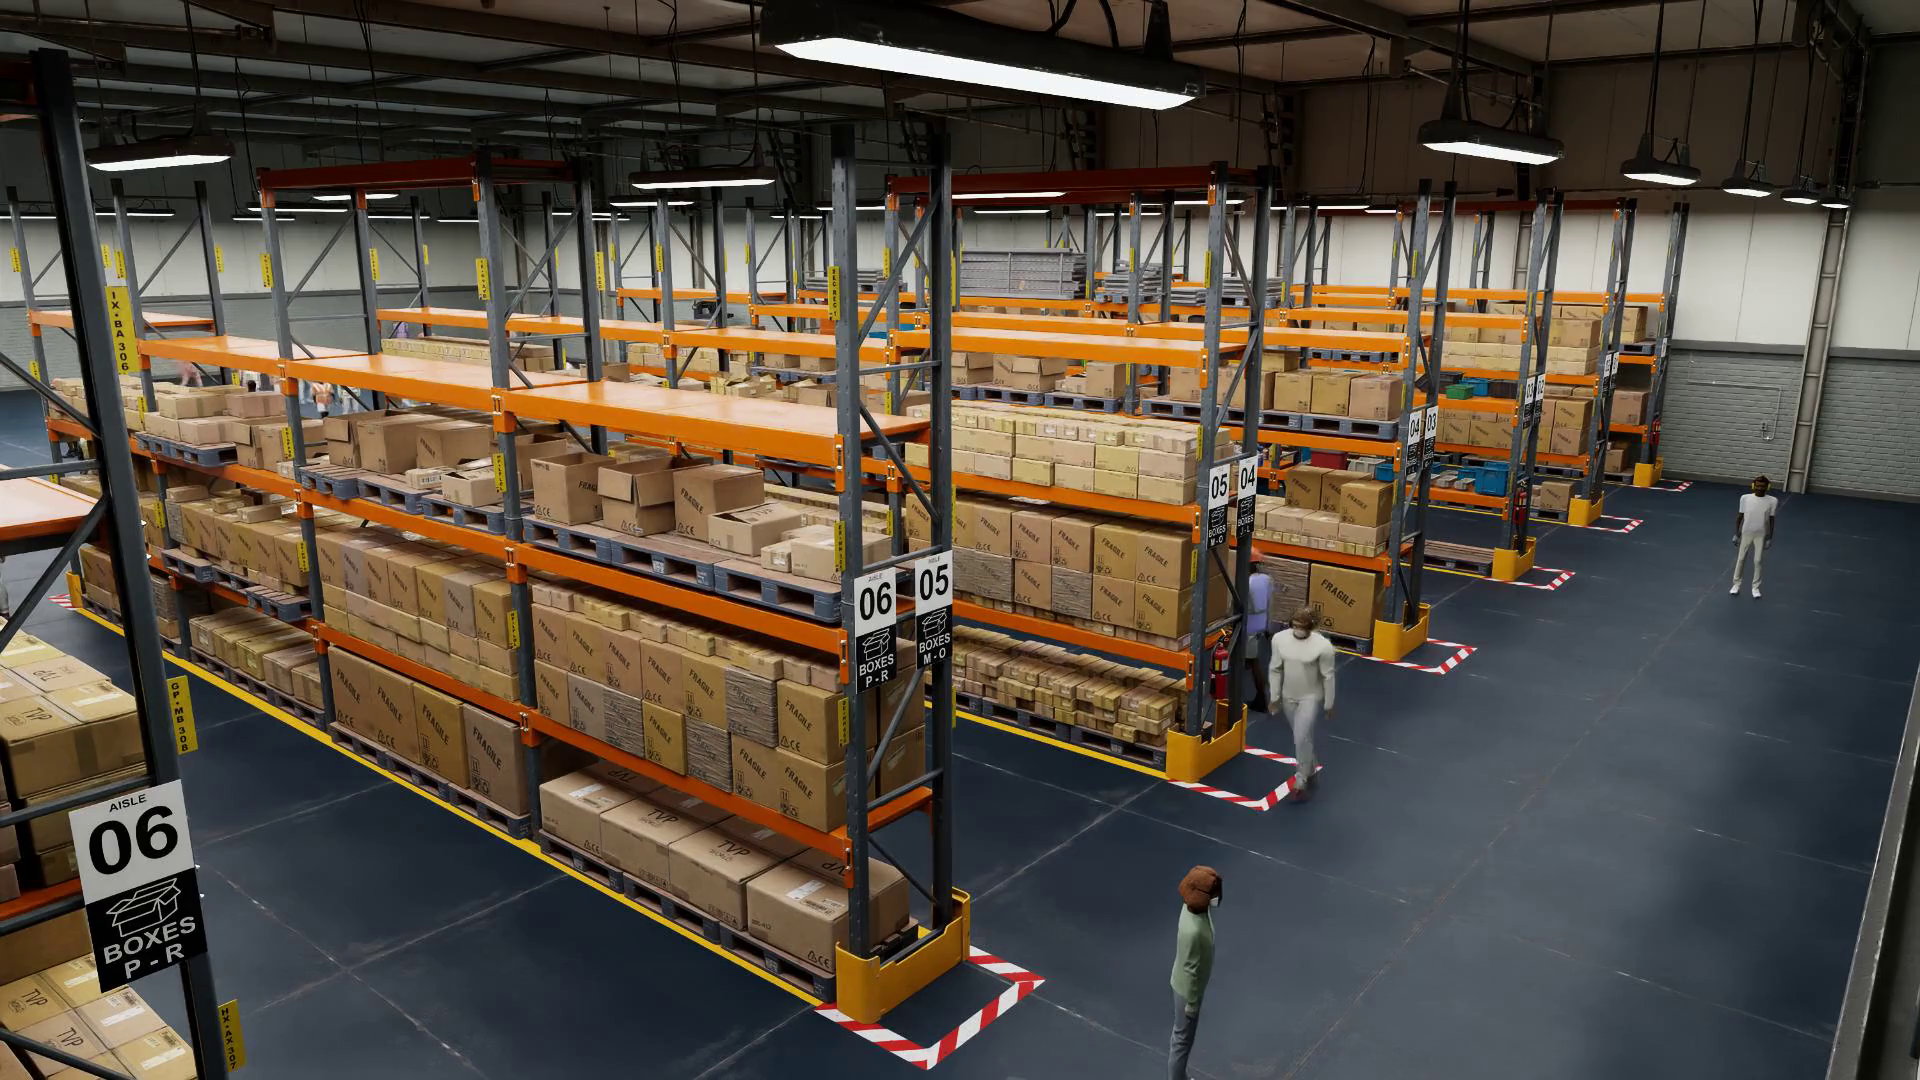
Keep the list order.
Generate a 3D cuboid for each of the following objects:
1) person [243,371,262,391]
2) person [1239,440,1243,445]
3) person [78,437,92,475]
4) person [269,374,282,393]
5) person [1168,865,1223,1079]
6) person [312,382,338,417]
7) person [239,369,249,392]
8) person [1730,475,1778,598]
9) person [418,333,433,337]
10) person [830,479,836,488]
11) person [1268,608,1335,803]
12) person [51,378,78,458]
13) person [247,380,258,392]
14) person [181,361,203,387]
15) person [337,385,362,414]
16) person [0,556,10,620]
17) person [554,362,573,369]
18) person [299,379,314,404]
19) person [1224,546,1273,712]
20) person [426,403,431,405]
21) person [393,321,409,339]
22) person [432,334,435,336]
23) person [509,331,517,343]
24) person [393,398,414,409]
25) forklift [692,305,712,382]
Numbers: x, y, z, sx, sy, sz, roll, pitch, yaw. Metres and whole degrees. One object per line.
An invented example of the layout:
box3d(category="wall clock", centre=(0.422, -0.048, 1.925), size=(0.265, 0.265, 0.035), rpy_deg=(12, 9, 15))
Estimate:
box3d(category="person", centre=(-21.547, -4.639, 38.382), size=(0.855, 1.595, 0.523), rpy_deg=(4, 14, 15))
box3d(category="person", centre=(6.933, -3.108, 32.033), size=(0.619, 1.612, 0.501), rpy_deg=(12, 18, 40))
box3d(category="person", centre=(-16.876, -1.412, 24.634), size=(0.645, 1.828, 0.450), rpy_deg=(-1, 14, -4))
box3d(category="person", centre=(-21.291, -4.879, 39.309), size=(0.447, 1.621, 0.526), rpy_deg=(9, 16, 32))
box3d(category="person", centre=(1.453, 2.773, 7.818), size=(0.287, 1.631, 0.501), rpy_deg=(4, 14, 15))
box3d(category="person", centre=(-17.534, -3.782, 34.758), size=(0.546, 1.636, 0.896), rpy_deg=(-13, 19, -42))
box3d(category="person", centre=(-23.150, -5.353, 40.994), size=(0.525, 1.744, 0.656), rpy_deg=(-6, 15, -24))
box3d(category="person", centre=(11.992, -0.069, 19.039), size=(0.510, 1.862, 0.320), rpy_deg=(10, 17, 35))
box3d(category="person", centre=(-20.817, -7.461, 49.260), size=(0.649, 1.939, 1.005), rpy_deg=(-4, 14, -15))
box3d(category="person", centre=(-2.554, -2.012, 26.979), size=(0.598, 1.886, 0.937), rpy_deg=(-10, 17, -35))
box3d(category="person", centre=(3.253, 1.567, 12.225), size=(0.836, 1.892, 0.631), rpy_deg=(-13, 19, -42))
box3d(category="person", centre=(-21.993, -3.001, 30.926), size=(0.347, 1.943, 0.544), rpy_deg=(-2, 14, -9))
box3d(category="person", centre=(-17.177, -2.950, 30.788), size=(0.377, 1.914, 0.589), rpy_deg=(9, 16, 32))
box3d(category="person", centre=(-26.049, -5.797, 42.614), size=(0.652, 1.863, 0.991), rpy_deg=(5, 15, 21))
box3d(category="person", centre=(-16.979, -4.003, 35.040), size=(0.408, 1.942, 0.616), rpy_deg=(12, 18, 41))
box3d(category="person", centre=(-13.785, 0.219, 17.696), size=(0.369, 1.936, 0.630), rpy_deg=(10, 17, 35))
box3d(category="person", centre=(-12.071, -4.695, 38.154), size=(0.647, 1.812, 0.771), rpy_deg=(1, 14, 3))
box3d(category="person", centre=(-21.191, -5.288, 40.833), size=(0.576, 1.695, 0.738), rpy_deg=(4, 14, 15))
box3d(category="person", centre=(3.276, 0.987, 14.607), size=(0.548, 1.892, 0.925), rpy_deg=(-11, 17, -37))
box3d(category="person", centre=(-16.345, -4.971, 38.915), size=(0.374, 1.997, 0.613), rpy_deg=(7, 15, 25))
box3d(category="person", centre=(-24.040, -8.713, 54.204), size=(0.607, 2.048, 0.365), rpy_deg=(-10, 17, -35))
box3d(category="person", centre=(-18.939, -6.477, 45.411), size=(0.649, 1.861, 0.985), rpy_deg=(-4, 14, -17))
box3d(category="person", centre=(-19.488, -8.703, 54.480), size=(0.659, 1.892, 0.621), rpy_deg=(4, 14, 17))
box3d(category="person", centre=(-17.020, -4.614, 38.268), size=(0.765, 1.613, 0.516), rpy_deg=(-1, 14, -3))
box3d(category="forklift", centre=(-9.511, -7.392, 47.124), size=(1.873, 2.768, 1.129), rpy_deg=(11, 17, 38))
